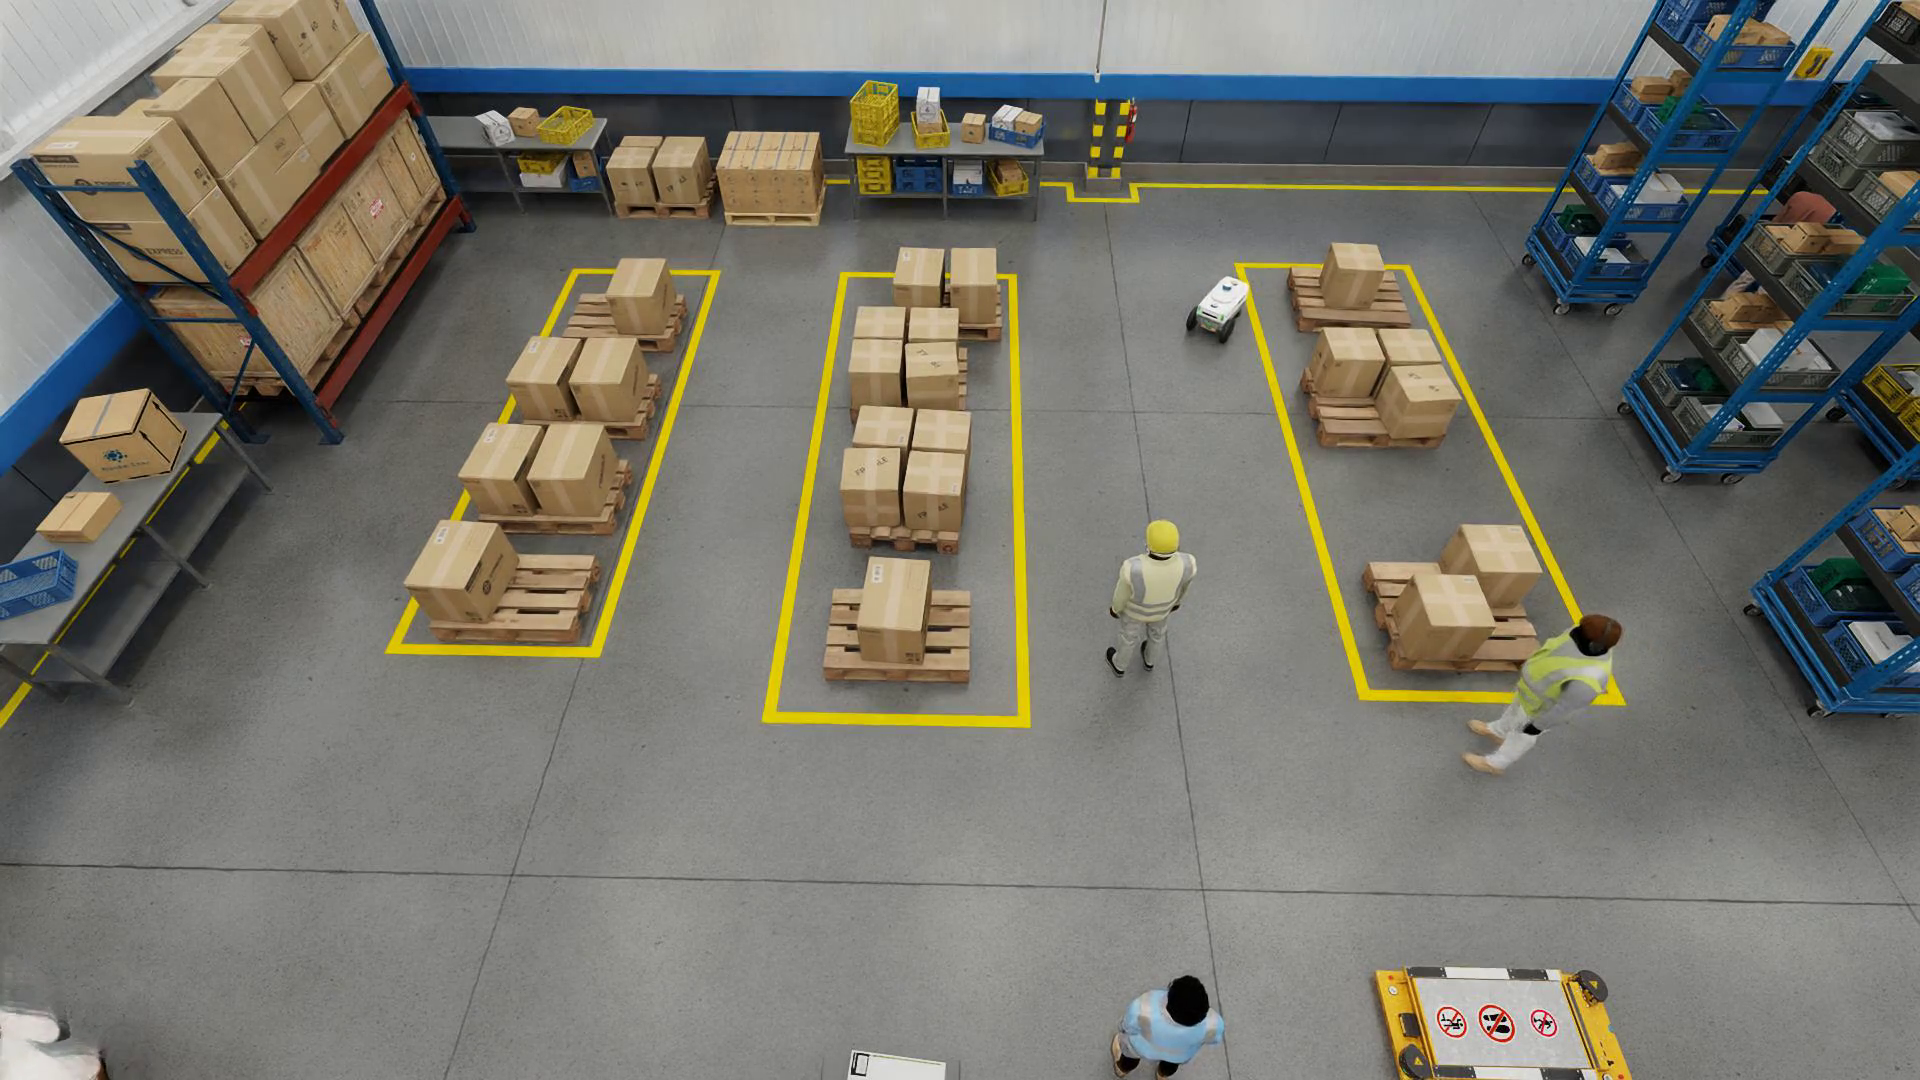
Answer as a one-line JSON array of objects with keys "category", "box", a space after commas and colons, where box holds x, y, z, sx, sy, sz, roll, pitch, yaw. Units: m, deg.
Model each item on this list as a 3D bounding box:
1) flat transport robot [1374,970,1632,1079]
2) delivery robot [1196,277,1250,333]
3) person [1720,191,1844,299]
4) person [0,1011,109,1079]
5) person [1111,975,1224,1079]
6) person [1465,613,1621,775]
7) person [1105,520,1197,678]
[{"category": "flat transport robot", "box": [3.501, 3.133, 5.914, 1.431, 0.197, 0.652, 1, 51, 1]}, {"category": "delivery robot", "box": [2.998, -2.712, 10.439, 0.477, 0.478, 0.707, 30, 57, 22]}, {"category": "person", "box": [8.888, -3.070, 9.880, 0.411, 1.980, 0.626, -19, 53, -15]}, {"category": "person", "box": [-5.244, 3.045, 4.965, 0.658, 1.854, 1.029, -31, 57, -23]}, {"category": "person", "box": [1.162, 2.821, 5.254, 0.541, 1.697, 0.316, 6, 51, 5]}, {"category": "person", "box": [4.163, 1.103, 6.564, 0.429, 1.839, 0.633, 20, 54, 16]}, {"category": "person", "box": [1.446, 0.467, 7.084, 0.590, 1.837, 0.404, -8, 51, -6]}]
